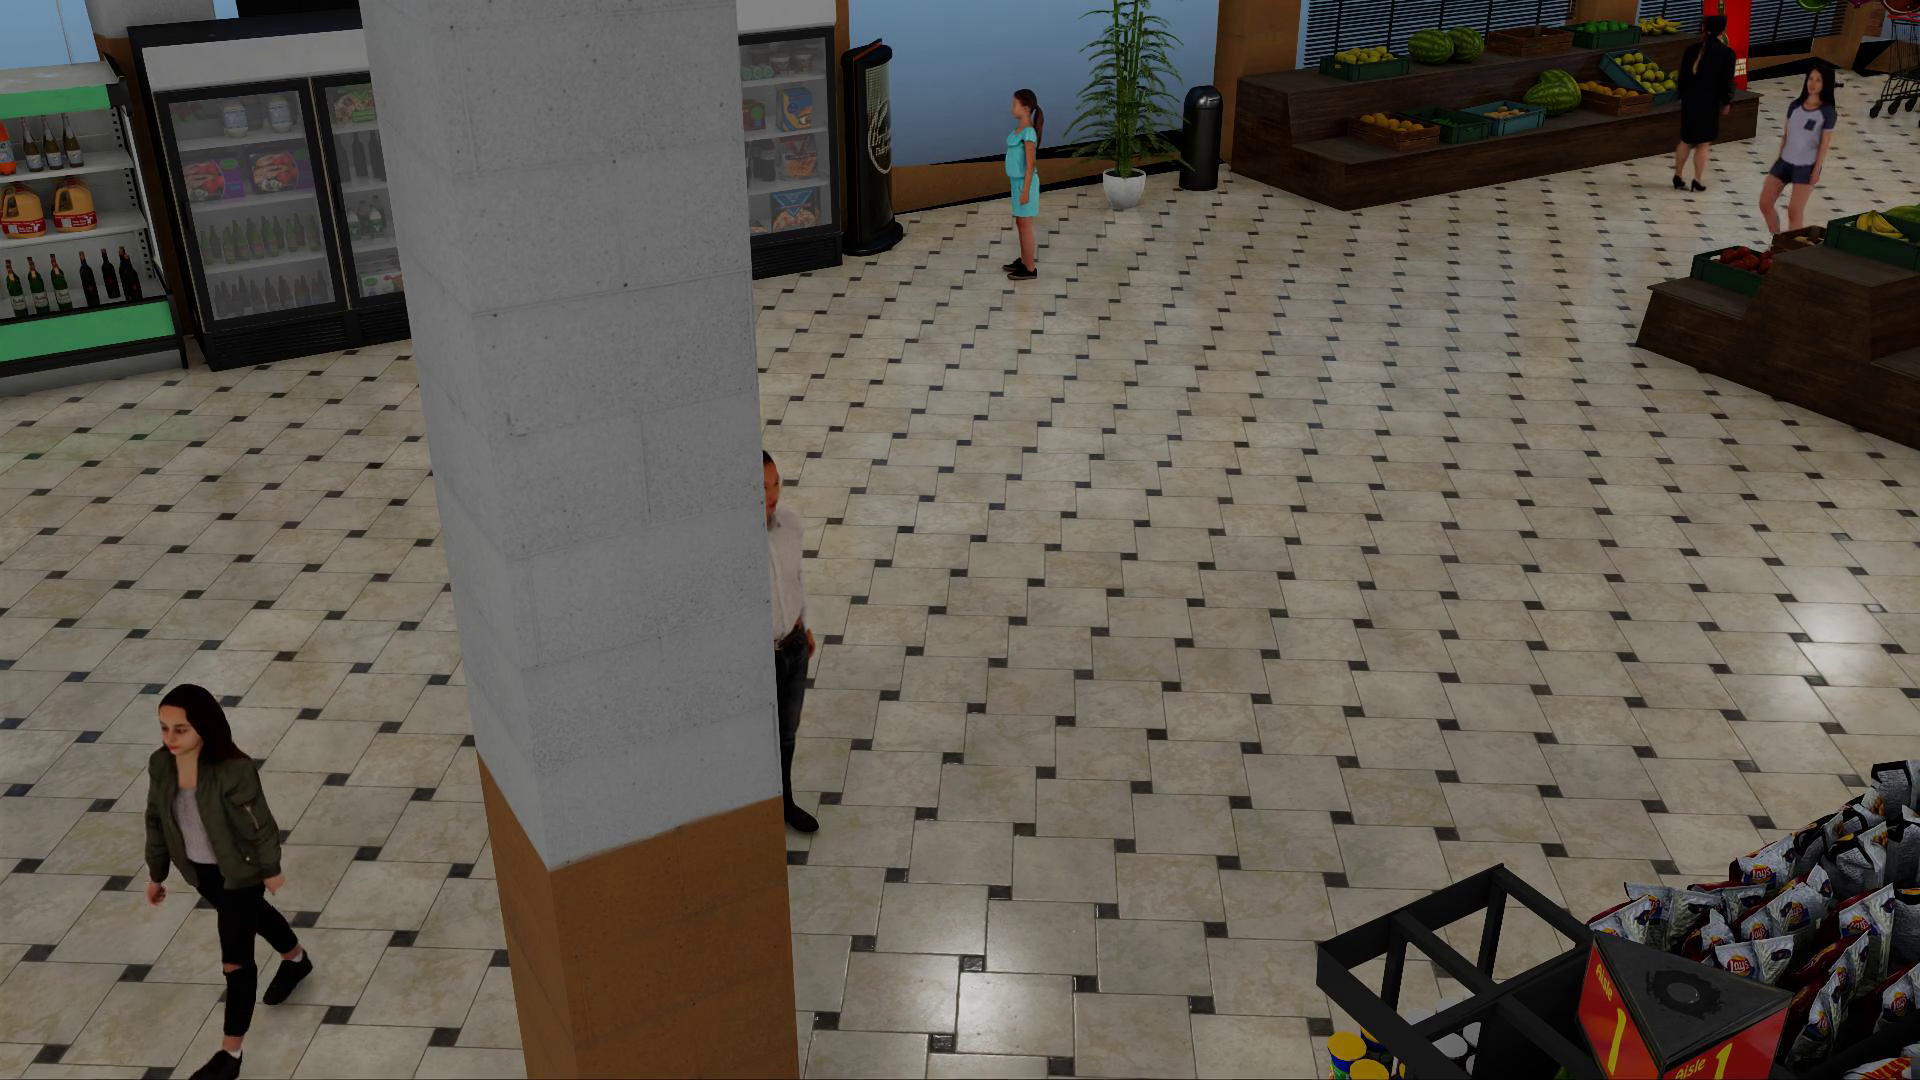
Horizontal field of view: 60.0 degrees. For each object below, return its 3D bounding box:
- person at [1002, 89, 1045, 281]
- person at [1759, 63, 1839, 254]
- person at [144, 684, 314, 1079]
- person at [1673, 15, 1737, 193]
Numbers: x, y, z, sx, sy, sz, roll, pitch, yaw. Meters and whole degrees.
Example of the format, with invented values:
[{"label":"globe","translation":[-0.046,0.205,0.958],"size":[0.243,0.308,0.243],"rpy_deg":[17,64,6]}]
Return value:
[{"label":"person","translation":[0.528,-2.939,13.742],"size":[0.636,1.558,0.623],"rpy_deg":[-3,27,-6]},{"label":"person","translation":[7.121,-3.159,14.023],"size":[0.596,1.695,0.601],"rpy_deg":[-15,31,-27]},{"label":"person","translation":[-2.546,1.120,5.868],"size":[0.946,1.440,1.039],"rpy_deg":[9,28,17]},{"label":"person","translation":[7.190,-4.232,16.165],"size":[0.688,1.672,0.749],"rpy_deg":[-22,34,-36]}]
